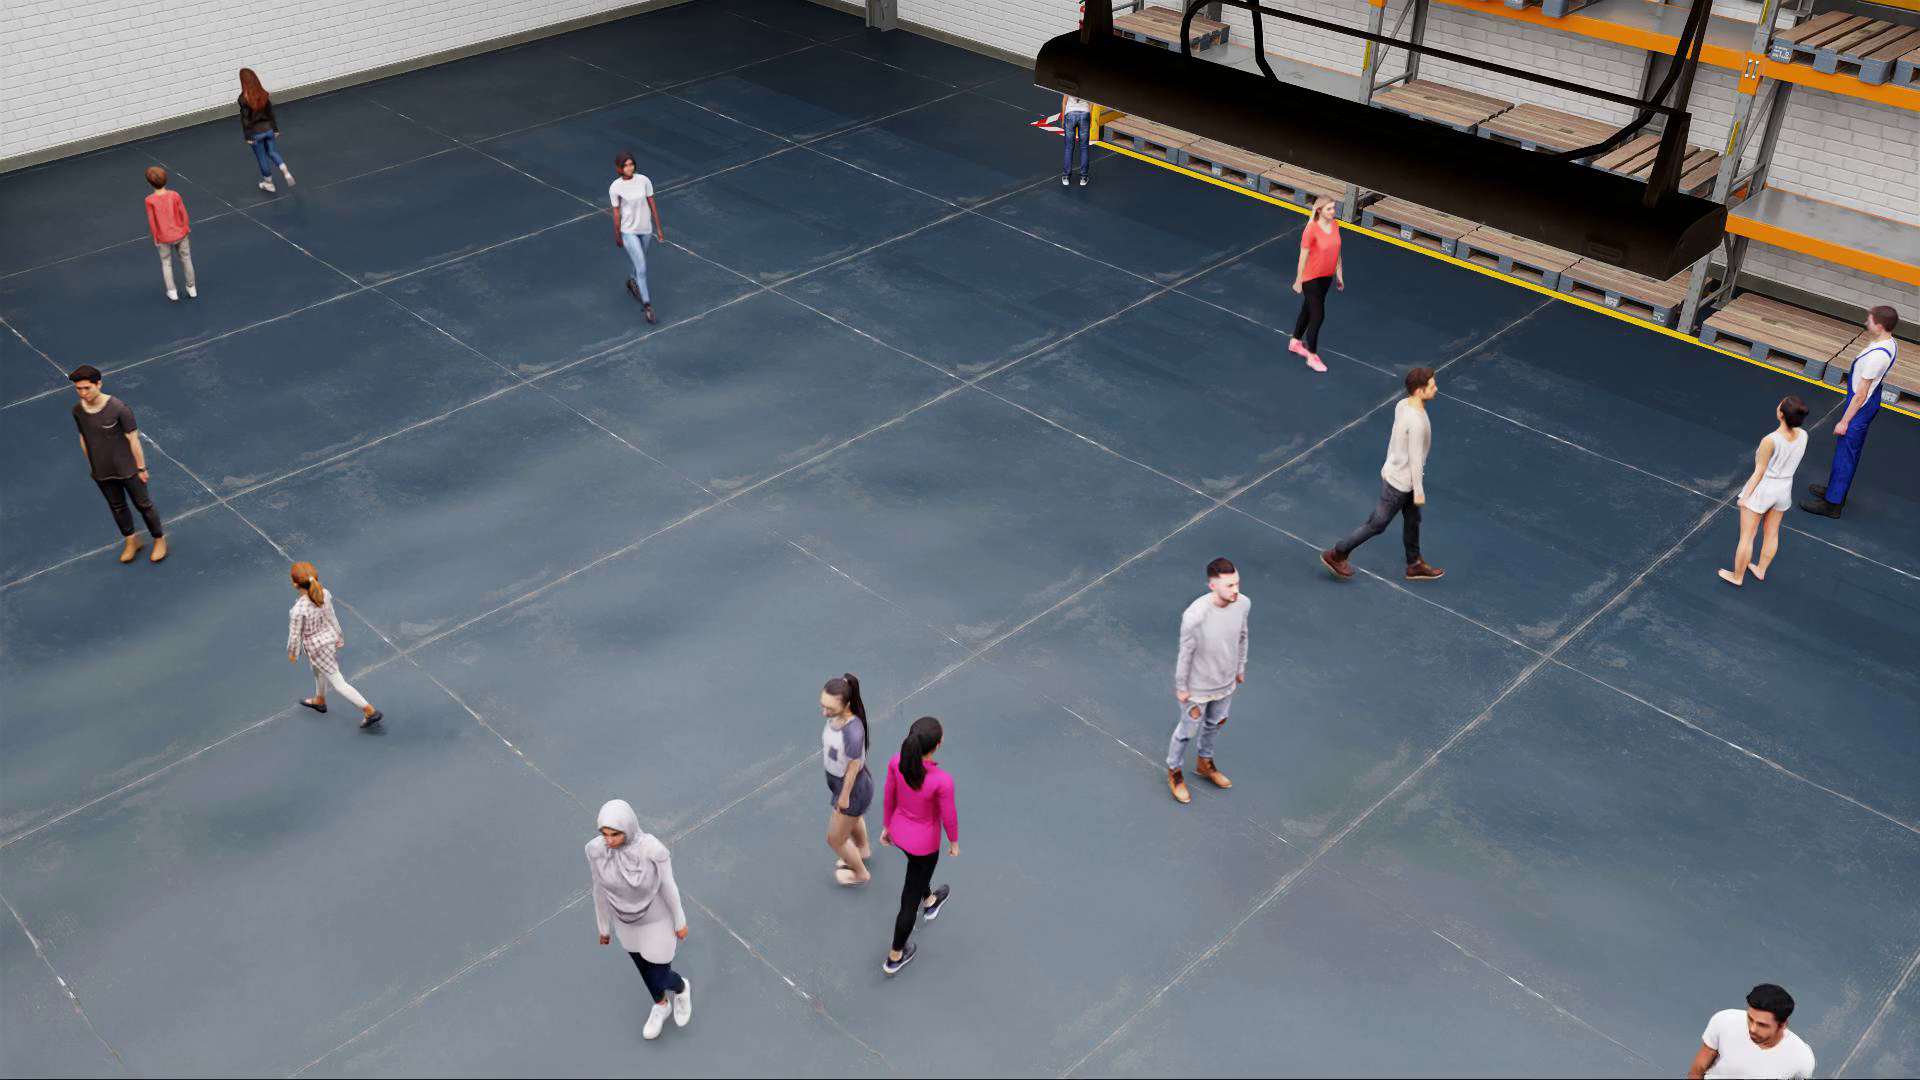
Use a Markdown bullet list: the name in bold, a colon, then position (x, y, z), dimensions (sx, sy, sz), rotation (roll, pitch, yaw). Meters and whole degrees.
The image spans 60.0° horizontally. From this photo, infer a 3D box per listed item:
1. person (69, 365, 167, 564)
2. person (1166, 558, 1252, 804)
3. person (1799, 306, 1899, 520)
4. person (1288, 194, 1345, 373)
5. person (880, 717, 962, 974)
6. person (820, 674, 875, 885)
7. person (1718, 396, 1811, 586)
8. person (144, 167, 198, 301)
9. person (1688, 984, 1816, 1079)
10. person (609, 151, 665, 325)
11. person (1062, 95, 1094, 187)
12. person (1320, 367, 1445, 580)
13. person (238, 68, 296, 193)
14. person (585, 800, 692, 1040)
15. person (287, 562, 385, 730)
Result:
- **person**: position (-6.560, -0.608, 12.926), dimensions (0.679, 1.711, 0.751), rotation (2, 34, 3)
- **person**: position (1.571, 0.869, 10.594), dimensions (0.746, 1.834, 0.665), rotation (-16, 37, -23)
- **person**: position (7.281, -1.050, 13.466), dimensions (0.578, 1.850, 0.634), rotation (26, 41, 33)
- **person**: position (3.316, -2.501, 15.809), dimensions (0.625, 1.673, 0.849), rotation (-26, 41, -33)
- **person**: position (-0.303, 1.755, 9.414), dimensions (0.933, 1.664, 0.750), rotation (21, 39, 28)
- **person**: position (-0.606, 1.456, 9.901), dimensions (0.757, 1.623, 0.645), rotation (-6, 34, -9)
- **person**: position (6.163, -0.375, 12.669), dimensions (0.645, 1.608, 0.657), rotation (-10, 35, -14)
- **person**: position (-8.035, -3.120, 16.975), dimensions (0.593, 1.414, 0.600), rotation (-19, 38, -26)
- **person**: position (3.711, 2.733, 7.891), dimensions (0.523, 1.721, 0.753), rotation (17, 37, 24)
- **person**: position (-3.269, -3.093, 16.691), dimensions (0.709, 1.682, 1.164), rotation (-22, 40, -30)
- **person**: position (1.384, -4.978, 19.637), dimensions (0.615, 1.561, 0.681), rotation (2, 34, 3)
- **person**: position (3.239, -0.447, 12.574), dimensions (1.270, 1.834, 1.117), rotation (5, 34, 7)
- **person**: position (-8.111, -4.757, 19.384), dimensions (0.776, 1.473, 0.647), rotation (19, 38, 26)
- **person**: position (-1.677, 1.985, 8.982), dimensions (0.748, 1.760, 0.823), rotation (8, 34, 12)
- **person**: position (-4.279, 0.742, 11.286), dimensions (1.029, 1.279, 0.804), rotation (10, 35, 14)
